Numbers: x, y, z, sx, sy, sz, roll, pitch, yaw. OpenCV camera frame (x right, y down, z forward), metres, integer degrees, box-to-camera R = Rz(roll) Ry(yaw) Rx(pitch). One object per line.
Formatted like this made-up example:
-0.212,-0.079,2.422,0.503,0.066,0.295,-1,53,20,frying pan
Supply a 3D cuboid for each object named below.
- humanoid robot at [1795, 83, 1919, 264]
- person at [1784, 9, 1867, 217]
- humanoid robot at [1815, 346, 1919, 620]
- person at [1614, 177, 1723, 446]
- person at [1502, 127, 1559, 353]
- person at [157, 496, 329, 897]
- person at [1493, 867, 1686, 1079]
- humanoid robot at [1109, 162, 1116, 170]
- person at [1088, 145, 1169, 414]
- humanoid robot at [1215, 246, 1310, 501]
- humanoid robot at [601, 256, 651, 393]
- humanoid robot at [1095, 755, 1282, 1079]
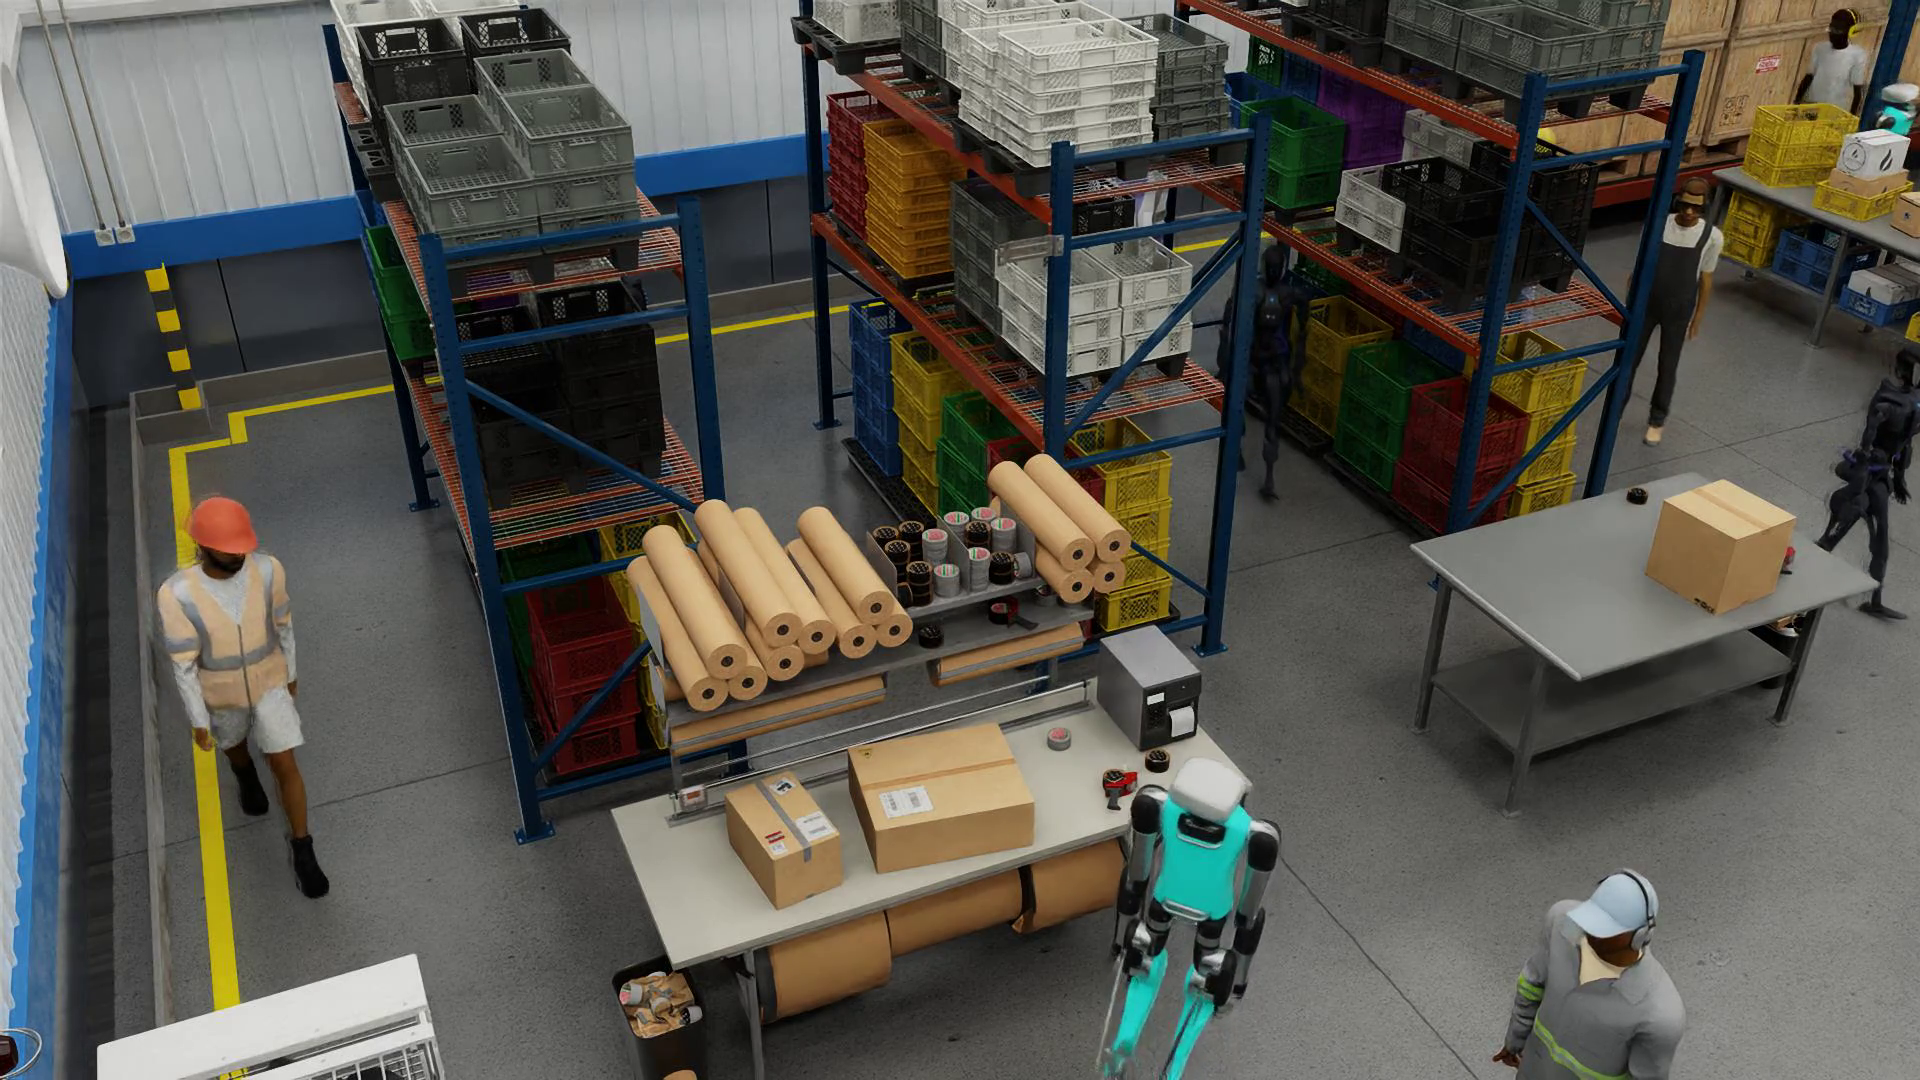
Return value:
6.930,-2.768,13.110,0.531,1.759,1.049,-23,38,-32,humanoid robot
7.460,-3.662,14.408,0.447,1.858,0.501,-14,34,-22,person
5.038,-0.295,9.117,0.589,1.636,0.647,-22,38,-31,humanoid robot
4.609,-1.499,10.907,0.506,1.841,0.343,17,35,25,person
4.034,-2.119,11.979,0.532,1.772,0.295,-26,40,-36,person
-3.212,0.610,7.440,0.554,1.885,1.009,-19,36,-28,person
2.021,1.807,5.526,0.370,1.852,0.588,-14,34,-22,person
1.269,-2.267,12.312,0.432,1.651,0.592,-10,33,-16,humanoid robot
1.123,-1.830,11.254,0.606,2.044,0.372,-13,34,-19,person
1.873,-1.070,10.411,0.587,1.624,0.779,-1,32,-1,humanoid robot
-2.037,-1.053,10.326,0.315,1.655,0.599,-6,32,-10,humanoid robot
0.722,1.692,5.917,0.555,1.897,0.770,14,34,21,humanoid robot
